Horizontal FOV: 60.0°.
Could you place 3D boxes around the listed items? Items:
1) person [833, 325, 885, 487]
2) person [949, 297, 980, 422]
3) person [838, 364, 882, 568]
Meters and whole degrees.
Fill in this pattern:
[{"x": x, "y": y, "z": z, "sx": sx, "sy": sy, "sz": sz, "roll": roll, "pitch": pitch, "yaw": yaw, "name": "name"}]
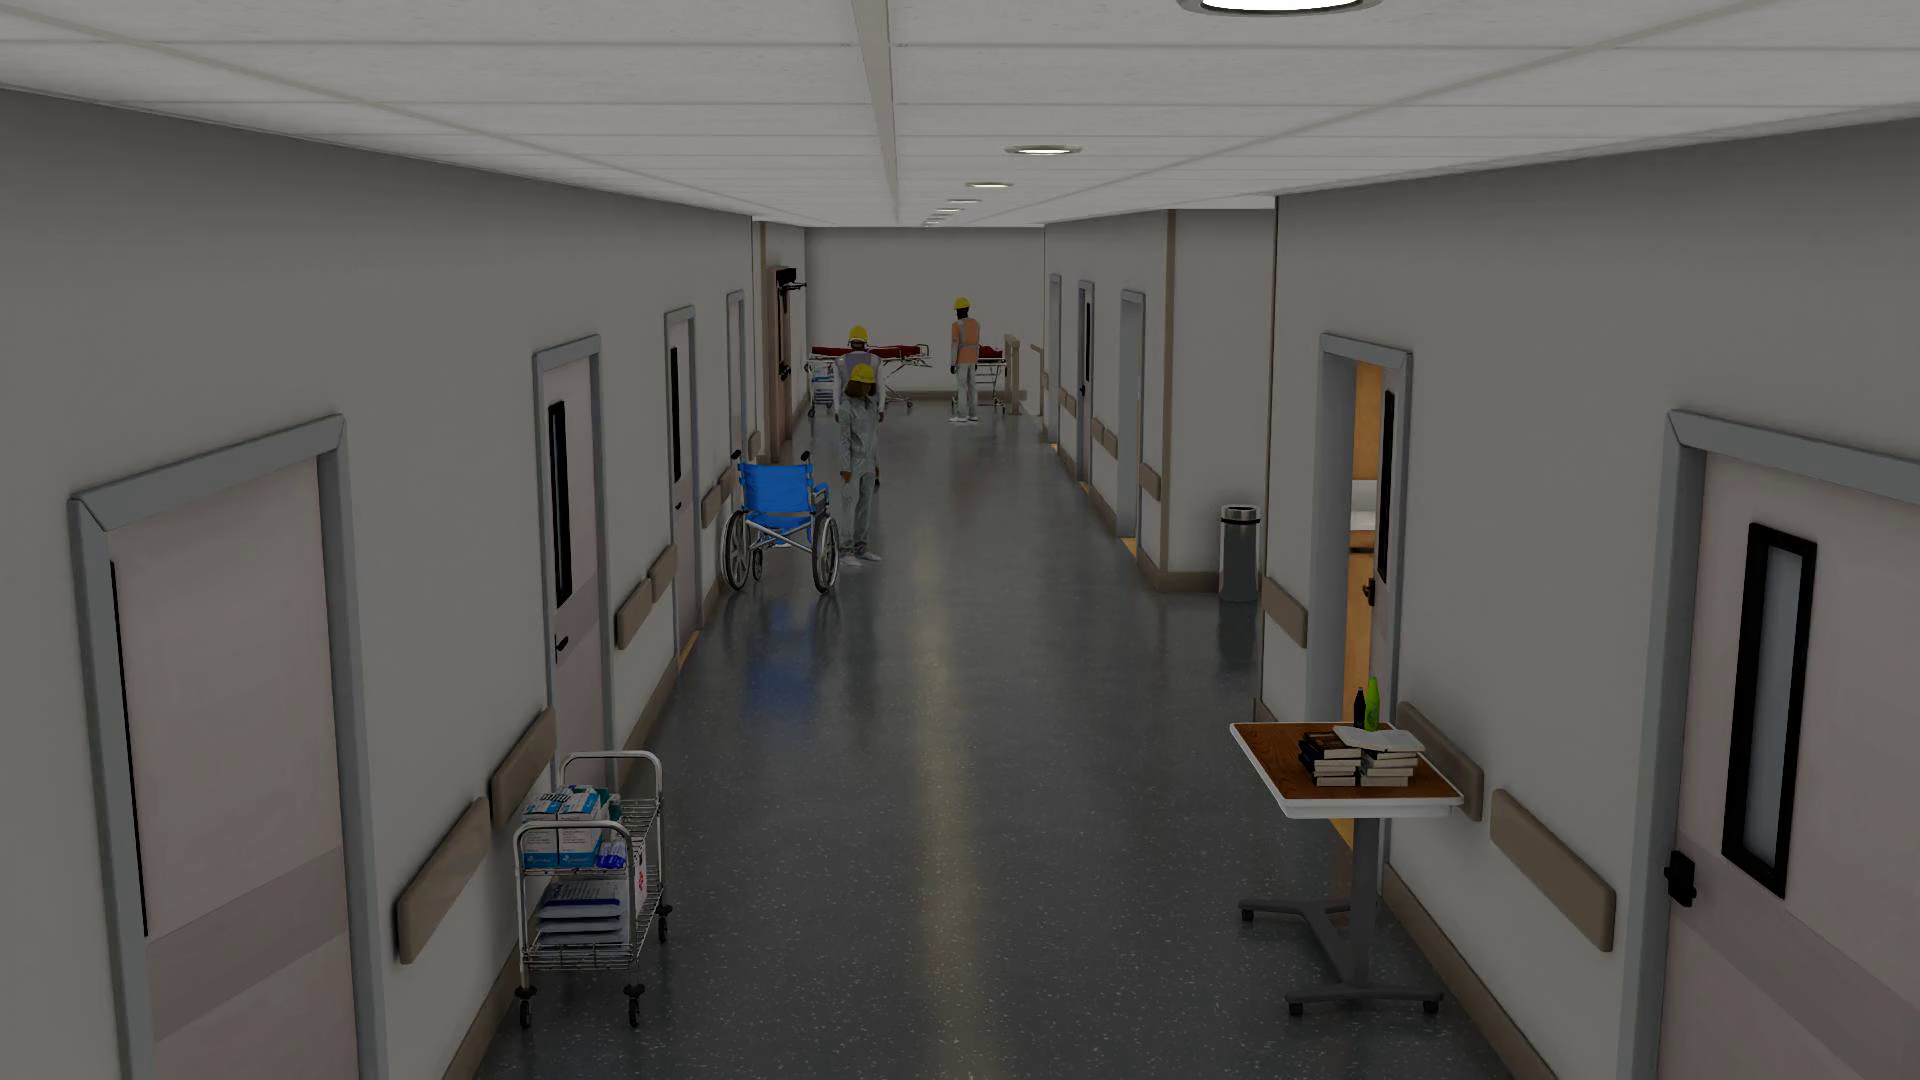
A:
[{"x": -1.137, "y": -1.504, "z": 18.817, "sx": 0.586, "sy": 1.833, "sz": 0.403, "roll": -1, "pitch": 10, "yaw": -5, "name": "person"}, {"x": 0.061, "y": -2.777, "z": 25.674, "sx": 0.397, "sy": 1.920, "sz": 0.586, "roll": 9, "pitch": 14, "yaw": 42, "name": "person"}, {"x": -0.847, "y": -0.644, "z": 14.284, "sx": 0.319, "sy": 1.740, "sz": 0.492, "roll": 6, "pitch": 12, "yaw": 32, "name": "person"}]
